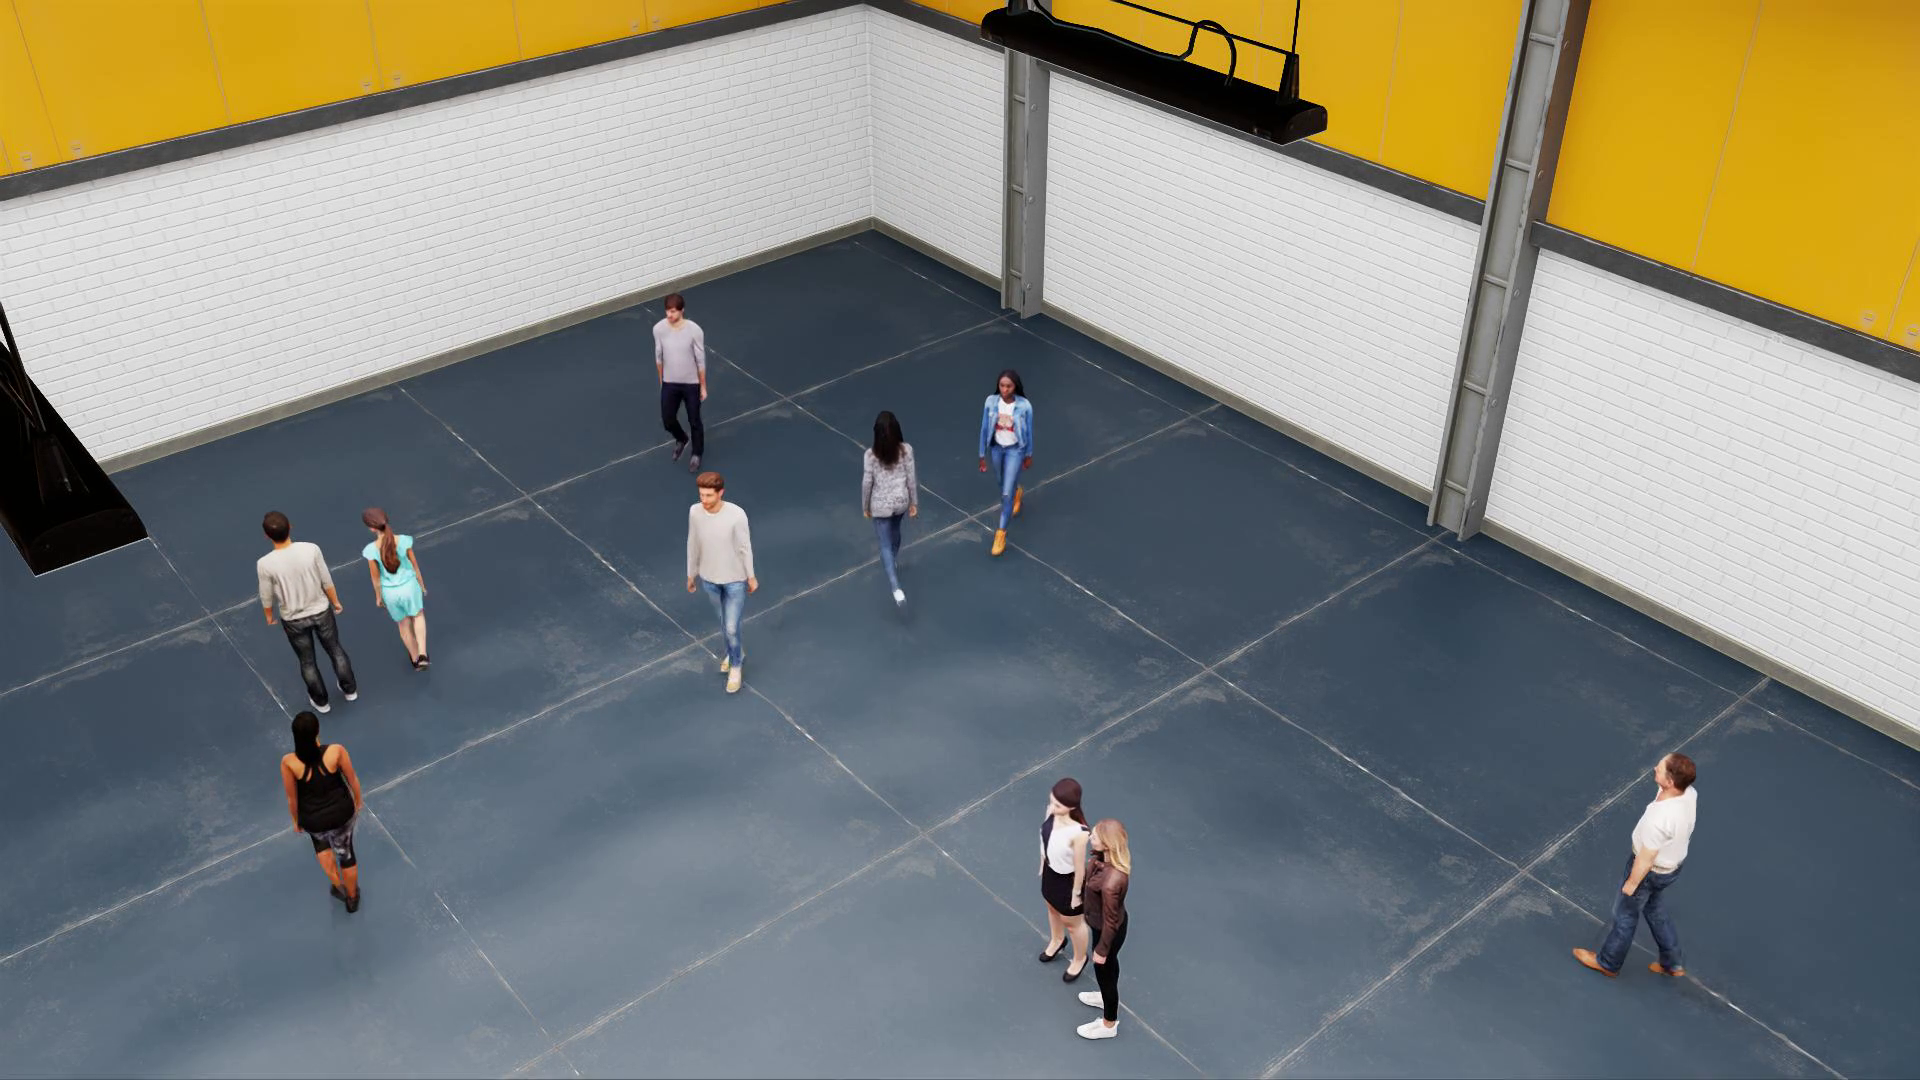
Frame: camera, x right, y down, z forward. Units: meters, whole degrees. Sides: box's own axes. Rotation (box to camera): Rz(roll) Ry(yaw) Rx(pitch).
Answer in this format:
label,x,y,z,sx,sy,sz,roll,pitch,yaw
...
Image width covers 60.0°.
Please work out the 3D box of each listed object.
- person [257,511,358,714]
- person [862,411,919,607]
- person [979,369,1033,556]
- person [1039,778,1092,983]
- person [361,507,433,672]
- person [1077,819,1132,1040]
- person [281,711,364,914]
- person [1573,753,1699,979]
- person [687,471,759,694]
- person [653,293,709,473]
label,x,y,z,sx,sy,sz,roll,pitch,yaw
person,-4.991,0.582,12.695,0.734,1.805,0.655,-18,38,-25
person,-0.582,-0.239,14.031,0.944,1.692,1.248,-10,35,-14
person,0.448,-0.786,14.875,1.186,1.670,1.091,11,35,16
person,0.665,2.135,10.502,0.621,1.647,0.492,-21,39,-28
person,-4.418,0.435,13.154,0.671,1.540,0.779,-13,36,-18
person,0.898,2.353,10.122,0.711,1.704,0.662,4,34,6
person,-4.170,1.830,10.951,0.681,1.656,0.671,-13,36,-18
person,4.392,2.069,10.405,0.709,1.863,0.880,-28,43,-35
person,-1.836,0.234,13.148,0.900,1.883,0.953,9,35,14
person,-2.611,-1.541,15.864,0.797,1.832,0.863,5,34,7
